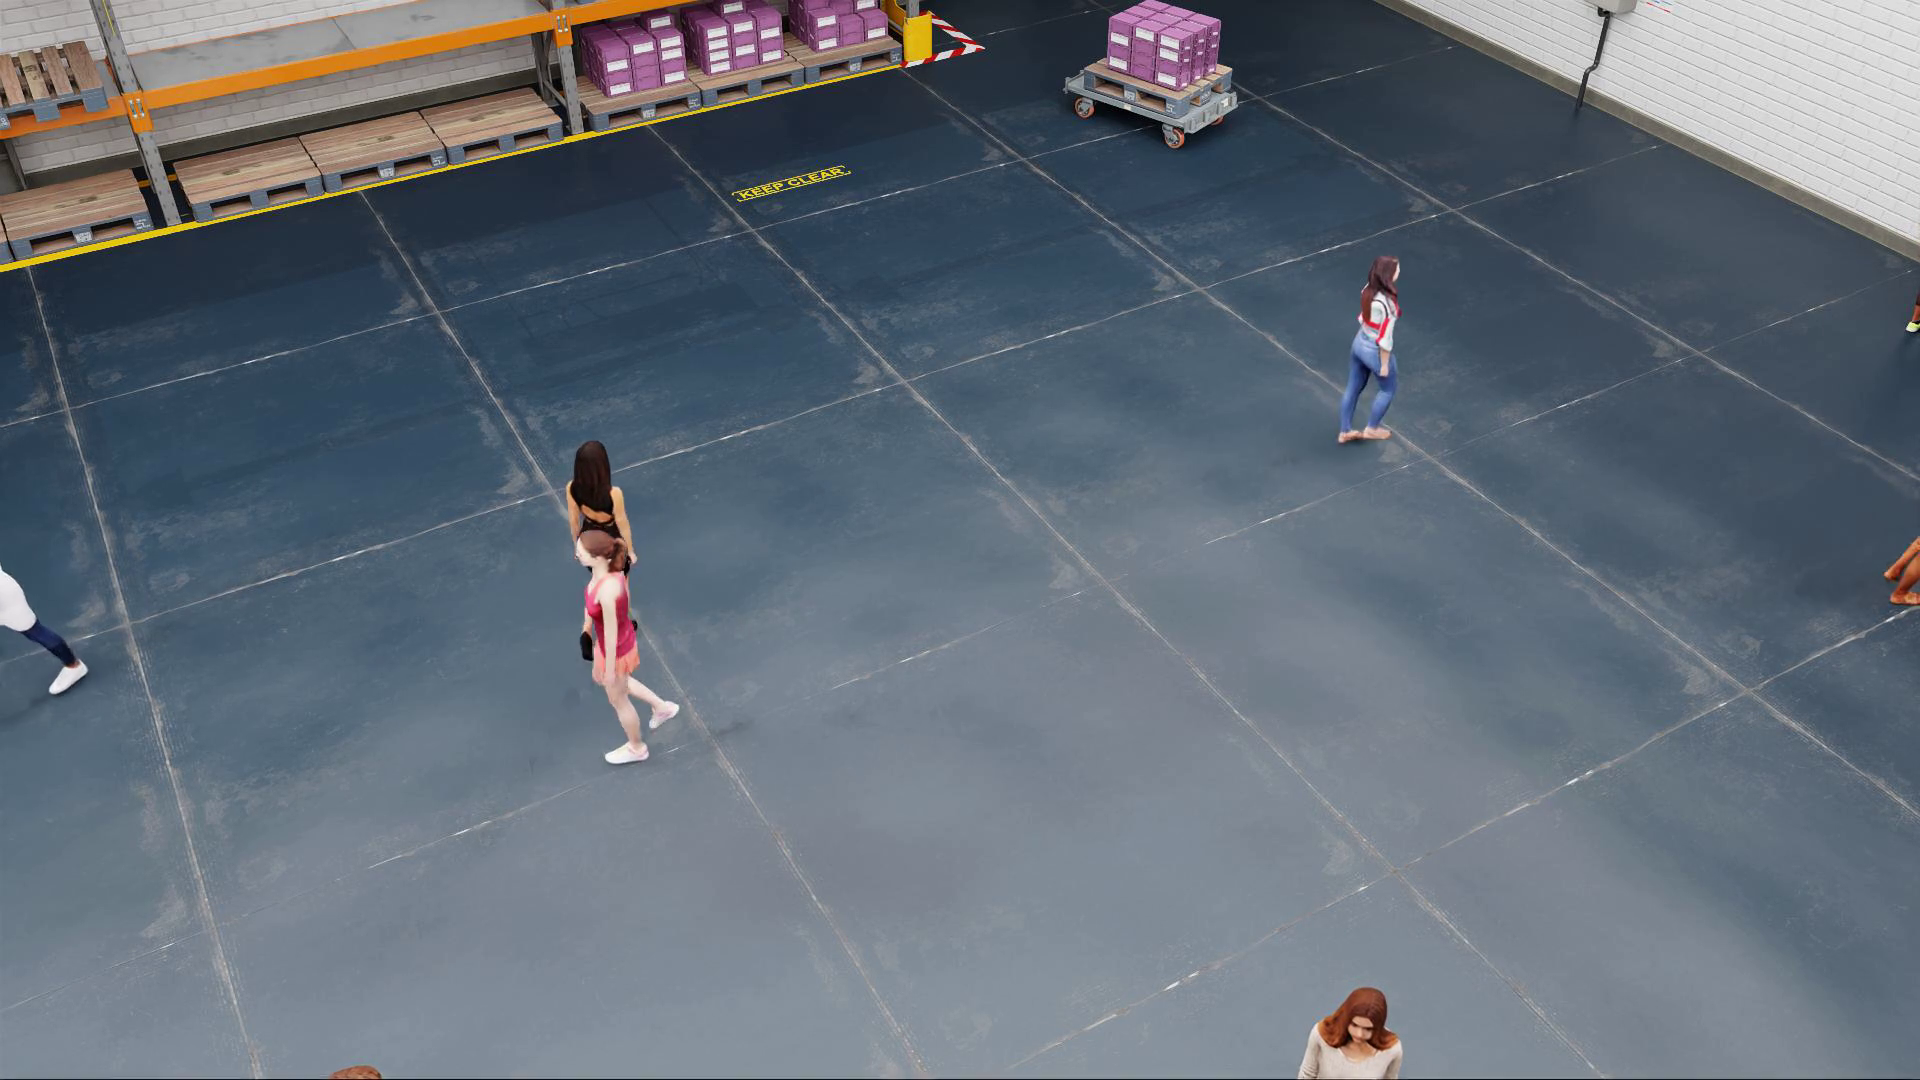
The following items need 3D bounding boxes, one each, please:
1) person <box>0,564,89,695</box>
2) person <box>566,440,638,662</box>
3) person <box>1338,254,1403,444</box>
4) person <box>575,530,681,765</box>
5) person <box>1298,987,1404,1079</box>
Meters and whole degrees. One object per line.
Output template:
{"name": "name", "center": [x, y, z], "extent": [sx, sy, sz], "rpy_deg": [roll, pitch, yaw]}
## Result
{"name": "person", "center": [-5.834, 0.320, 10.217], "extent": [0.936, 1.735, 1.169], "rpy_deg": [22, 44, 25]}
{"name": "person", "center": [-2.286, 0.109, 10.563], "extent": [0.885, 1.634, 0.948], "rpy_deg": [10, 40, 12]}
{"name": "person", "center": [3.022, -1.397, 12.471], "extent": [0.670, 1.606, 0.653], "rpy_deg": [-14, 41, -17]}
{"name": "person", "center": [-1.949, 0.628, 9.826], "extent": [0.793, 1.742, 0.680], "rpy_deg": [-7, 39, -9]}
{"name": "person", "center": [1.725, 2.527, 7.475], "extent": [0.655, 1.709, 0.714], "rpy_deg": [10, 40, 12]}
